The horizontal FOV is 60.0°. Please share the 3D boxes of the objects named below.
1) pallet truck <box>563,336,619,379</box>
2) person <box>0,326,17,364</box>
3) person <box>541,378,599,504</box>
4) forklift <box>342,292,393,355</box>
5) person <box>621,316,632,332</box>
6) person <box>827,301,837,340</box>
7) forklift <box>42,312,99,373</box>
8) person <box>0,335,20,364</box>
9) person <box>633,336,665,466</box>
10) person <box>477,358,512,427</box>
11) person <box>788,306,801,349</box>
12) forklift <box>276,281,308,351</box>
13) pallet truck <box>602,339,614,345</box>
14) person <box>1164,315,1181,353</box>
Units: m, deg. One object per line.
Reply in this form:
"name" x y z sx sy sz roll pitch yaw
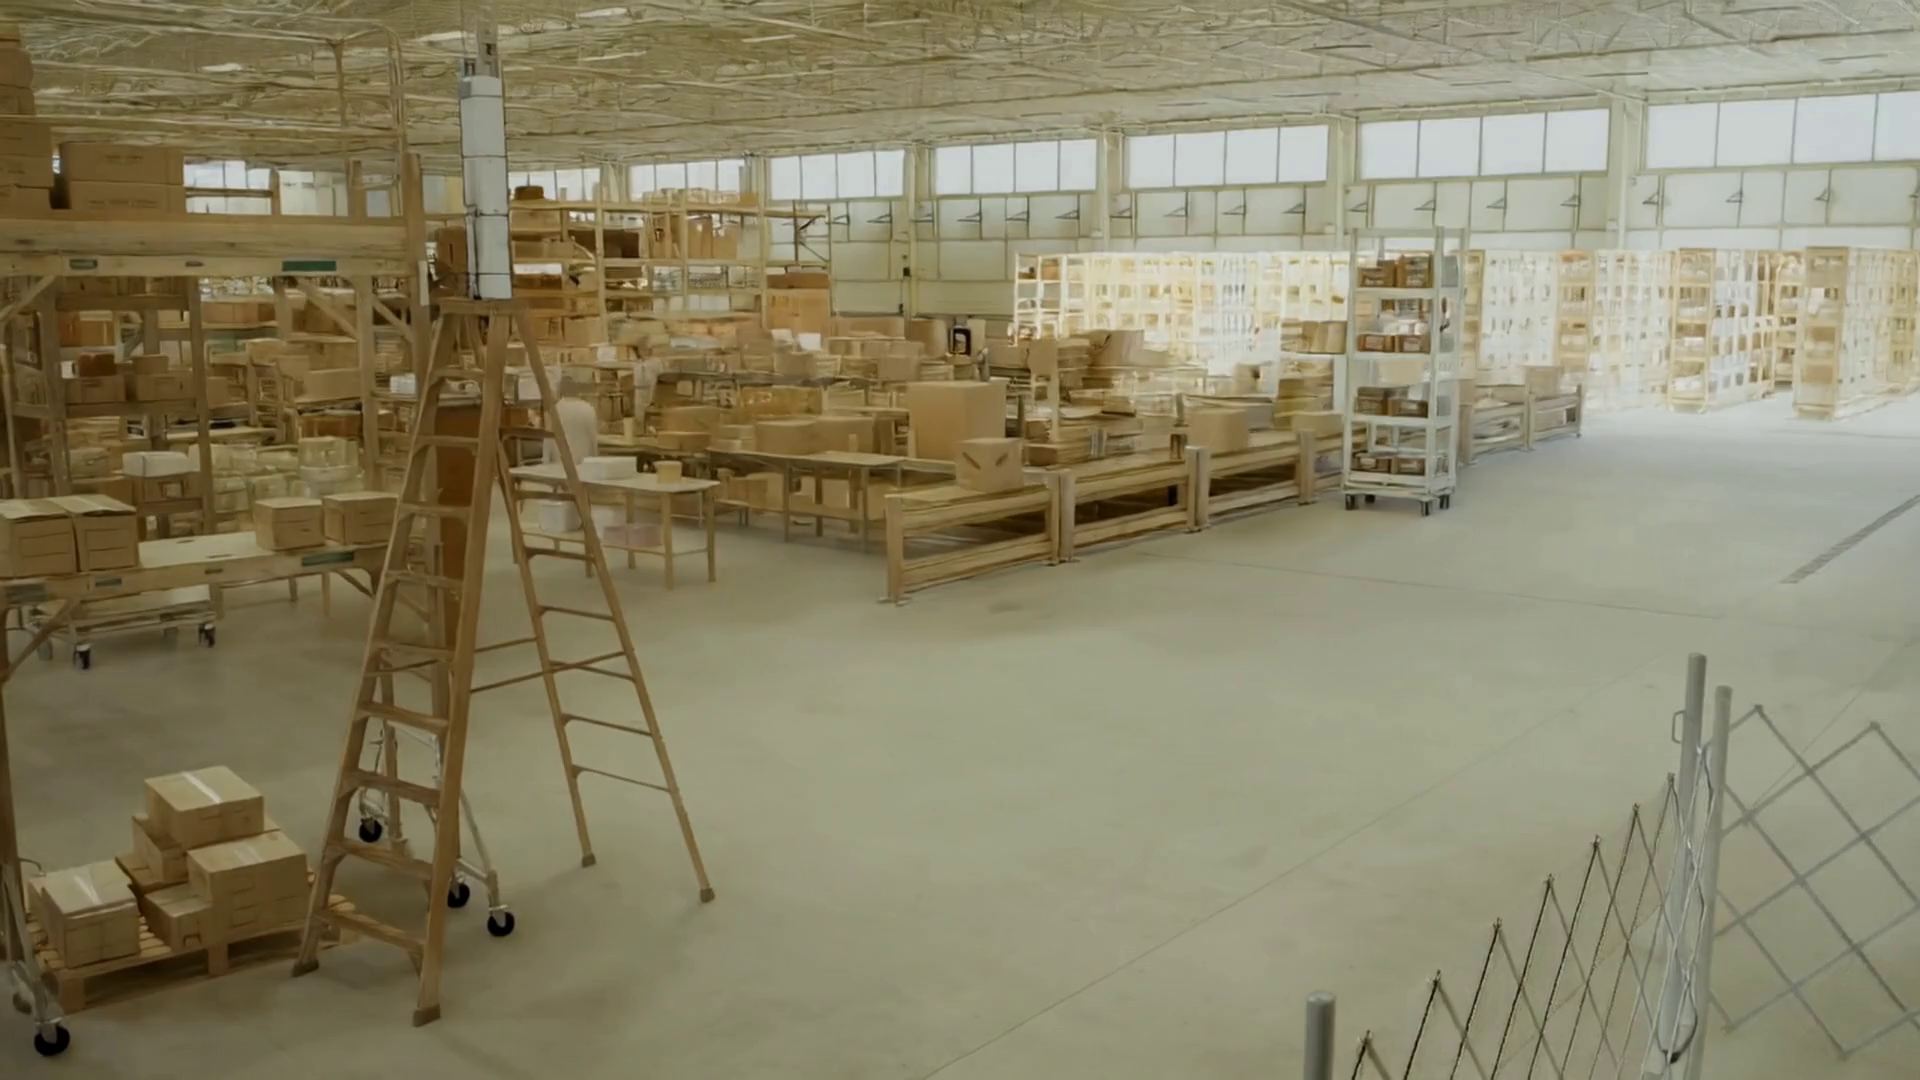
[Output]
"pallet truck" -10.690 -5.294 48.215 1.601 1.201 0.680 -5 10 -26
"person" -21.179 -3.853 37.052 0.578 1.923 0.487 8 12 43
"person" -4.449 -0.914 18.936 0.980 1.860 0.659 9 13 44
"forklift" -16.485 -5.622 45.120 1.129 2.768 1.873 7 11 37
"person" -10.409 -6.138 51.946 0.529 1.721 0.914 8 12 41
"person" -5.377 -9.102 69.804 0.704 1.933 0.618 6 11 34
"forklift" -23.779 -5.451 44.052 1.873 2.768 1.129 7 11 36
"person" -23.735 -4.424 41.518 0.270 1.632 0.504 8 12 42
"person" -4.937 -2.188 26.294 0.370 2.044 0.608 6 11 32
"person" -8.581 -2.763 30.690 0.622 1.778 0.938 -3 10 -20
"person" -5.528 -6.841 55.593 0.512 1.963 0.649 -2 9 -14
"forklift" -18.785 -5.898 46.843 1.129 2.768 1.873 7 11 37
"pallet truck" -8.991 -4.871 45.351 0.653 1.274 1.630 7 11 37
"person" 6.744 -6.357 53.246 0.645 1.763 1.004 -8 12 -42
